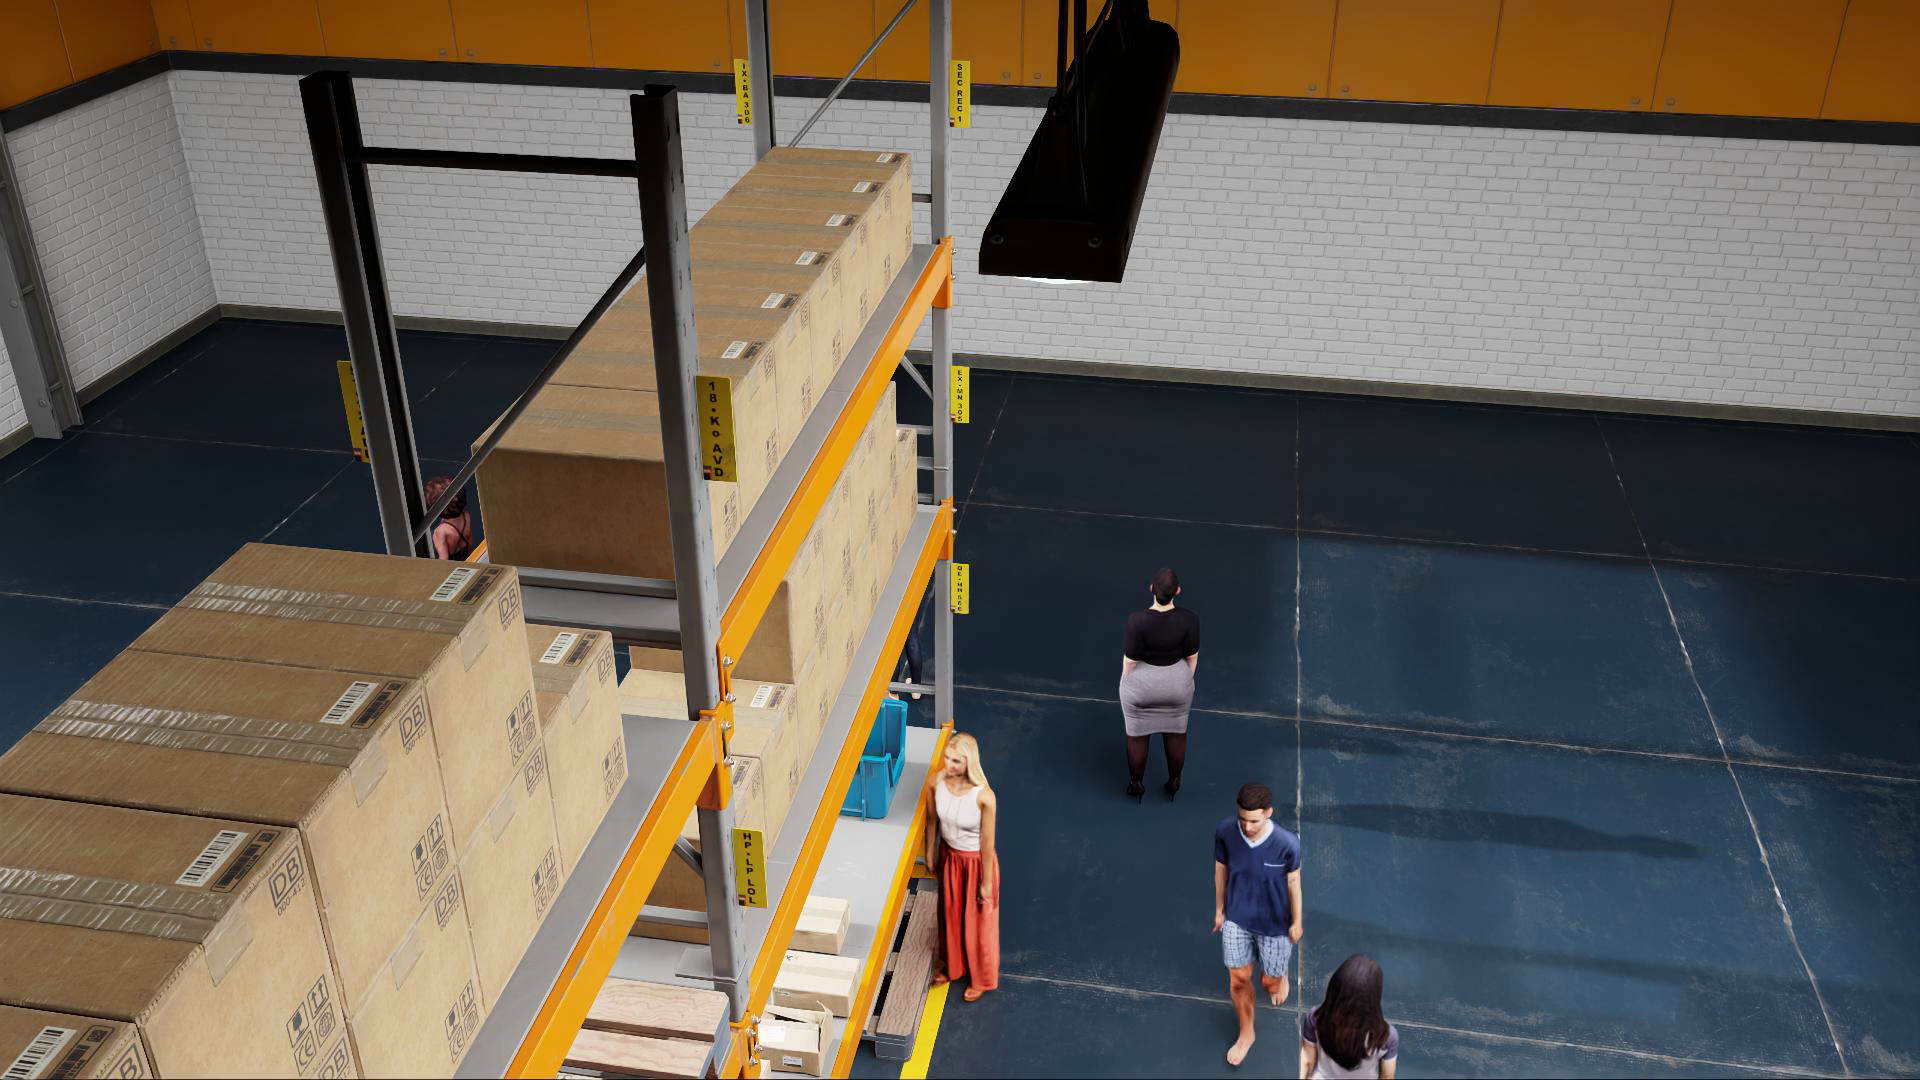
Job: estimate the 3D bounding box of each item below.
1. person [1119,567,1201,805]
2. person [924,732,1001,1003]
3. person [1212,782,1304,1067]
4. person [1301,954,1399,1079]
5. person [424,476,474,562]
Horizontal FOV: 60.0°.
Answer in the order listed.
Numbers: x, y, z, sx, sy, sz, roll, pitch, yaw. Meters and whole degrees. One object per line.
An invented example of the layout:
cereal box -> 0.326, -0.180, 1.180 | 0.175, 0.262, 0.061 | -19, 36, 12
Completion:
person -> 1.317, 0.976, 11.047 | 0.731, 1.759, 0.696 | -2, 29, -3
person -> 0.040, 1.834, 9.432 | 0.699, 1.800, 0.712 | 17, 33, 28
person -> 1.651, 2.010, 9.090 | 0.830, 1.817, 0.994 | 11, 31, 19
person -> 1.831, 2.674, 7.991 | 0.618, 1.705, 0.559 | 9, 30, 16
person -> -3.650, 0.339, 12.183 | 0.649, 1.789, 0.509 | 9, 30, 15
